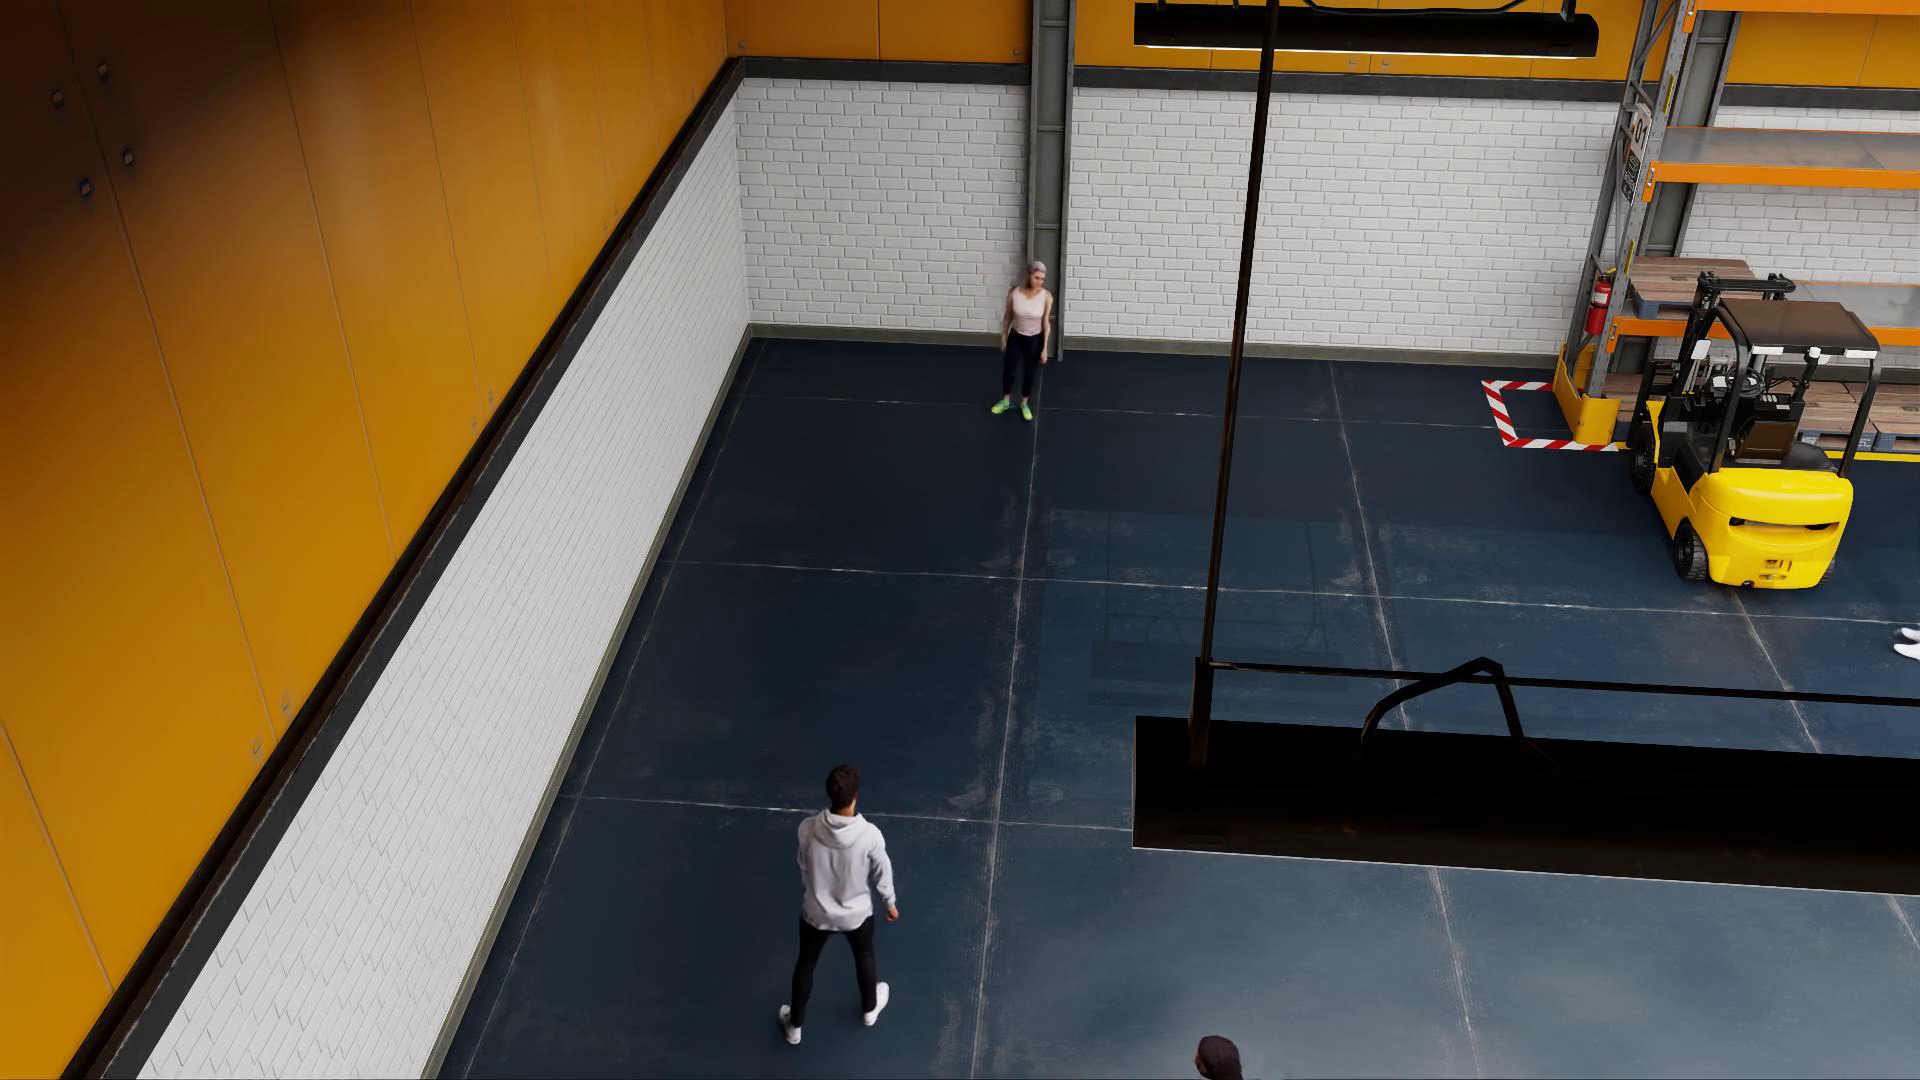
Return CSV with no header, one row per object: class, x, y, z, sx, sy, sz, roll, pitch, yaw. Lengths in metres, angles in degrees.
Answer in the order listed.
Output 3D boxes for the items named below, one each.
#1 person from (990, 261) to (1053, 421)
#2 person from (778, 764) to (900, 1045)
person,0.617,-1.927,16.055,0.568,1.677,0.835,15,36,21
person,-0.688,2.135,9.731,0.690,1.914,0.967,2,34,3
